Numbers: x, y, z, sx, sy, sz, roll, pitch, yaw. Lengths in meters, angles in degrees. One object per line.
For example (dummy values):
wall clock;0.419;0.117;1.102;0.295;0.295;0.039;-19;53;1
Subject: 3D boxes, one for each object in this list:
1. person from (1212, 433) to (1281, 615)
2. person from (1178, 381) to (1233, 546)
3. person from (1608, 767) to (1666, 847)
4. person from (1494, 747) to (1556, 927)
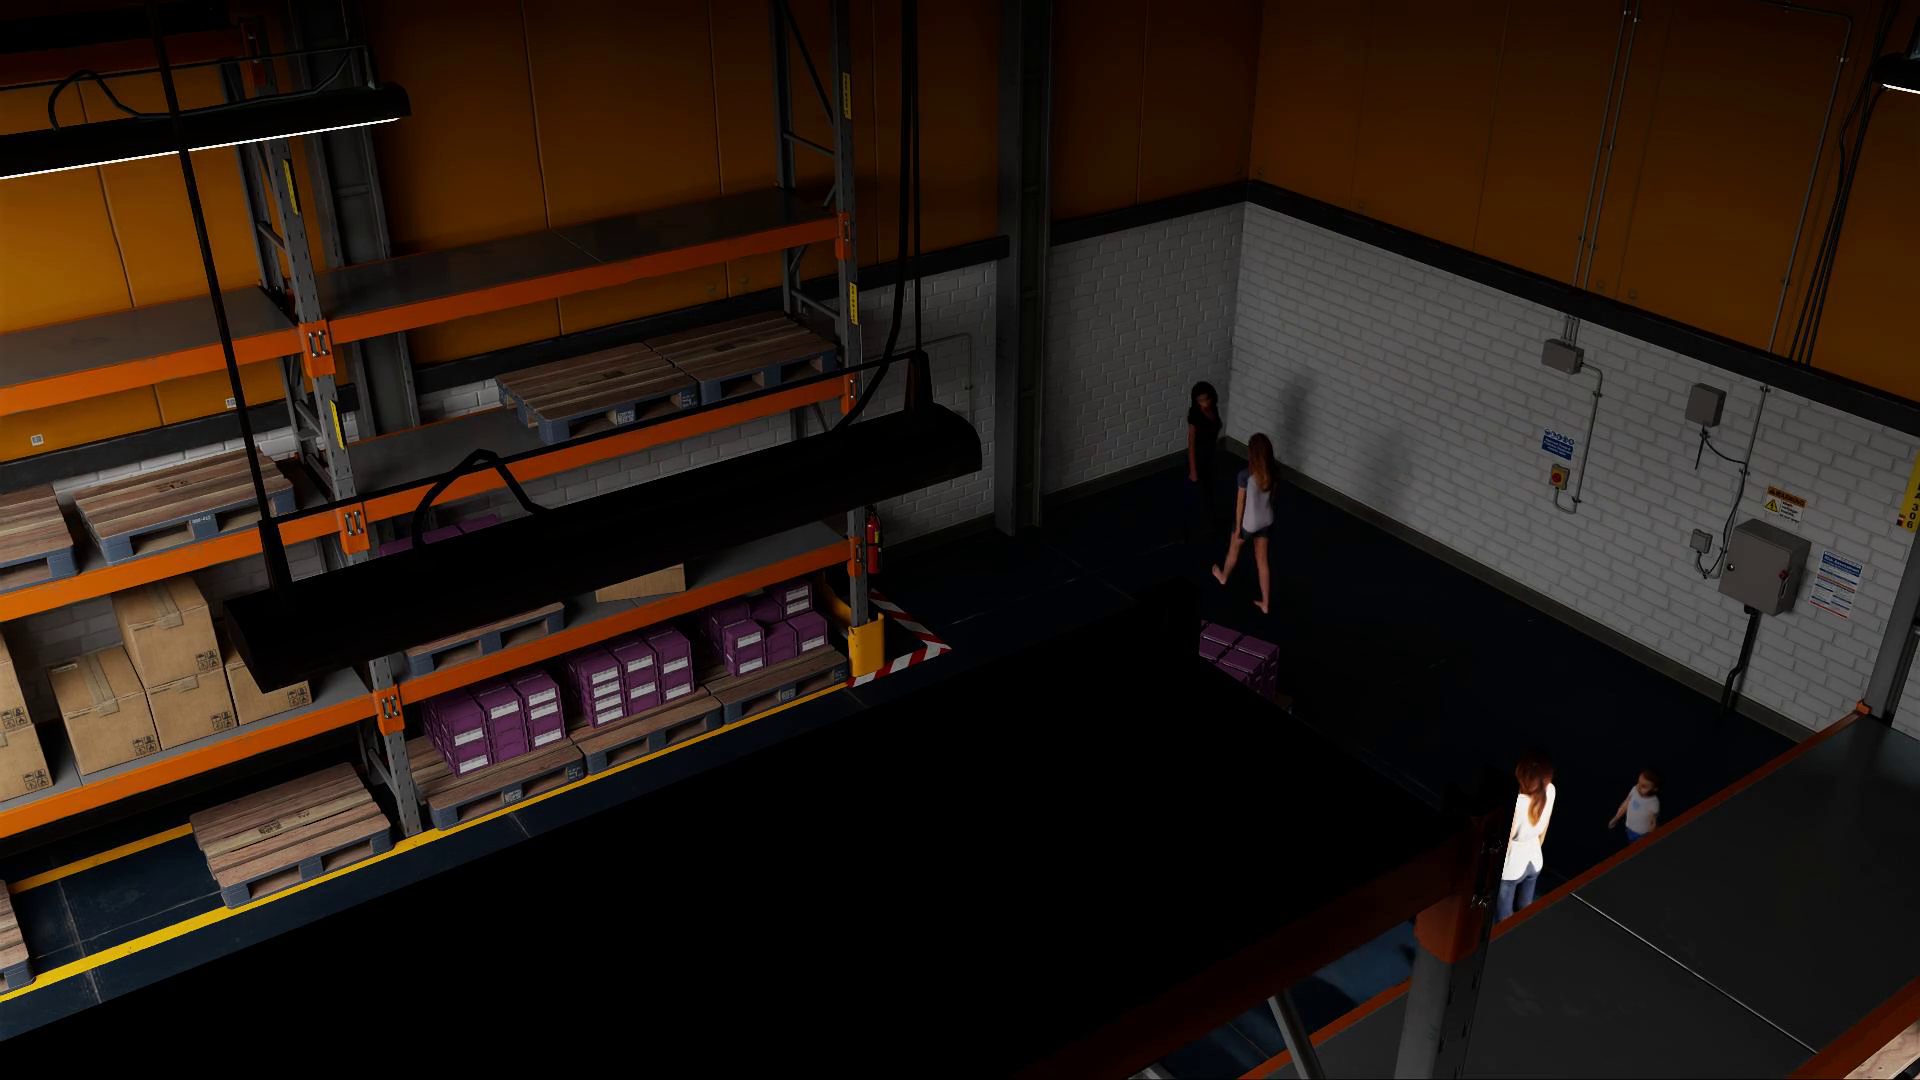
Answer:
person;2.719;-0.110;15.079;1.037;1.681;0.855;-10;30;-18
person;2.389;-0.786;16.278;0.940;1.719;0.617;17;33;28
person;4.882;2.042;11.852;0.762;0.993;0.577;-7;29;-13
person;3.656;2.120;10.883;0.508;1.784;0.686;-14;32;-24
